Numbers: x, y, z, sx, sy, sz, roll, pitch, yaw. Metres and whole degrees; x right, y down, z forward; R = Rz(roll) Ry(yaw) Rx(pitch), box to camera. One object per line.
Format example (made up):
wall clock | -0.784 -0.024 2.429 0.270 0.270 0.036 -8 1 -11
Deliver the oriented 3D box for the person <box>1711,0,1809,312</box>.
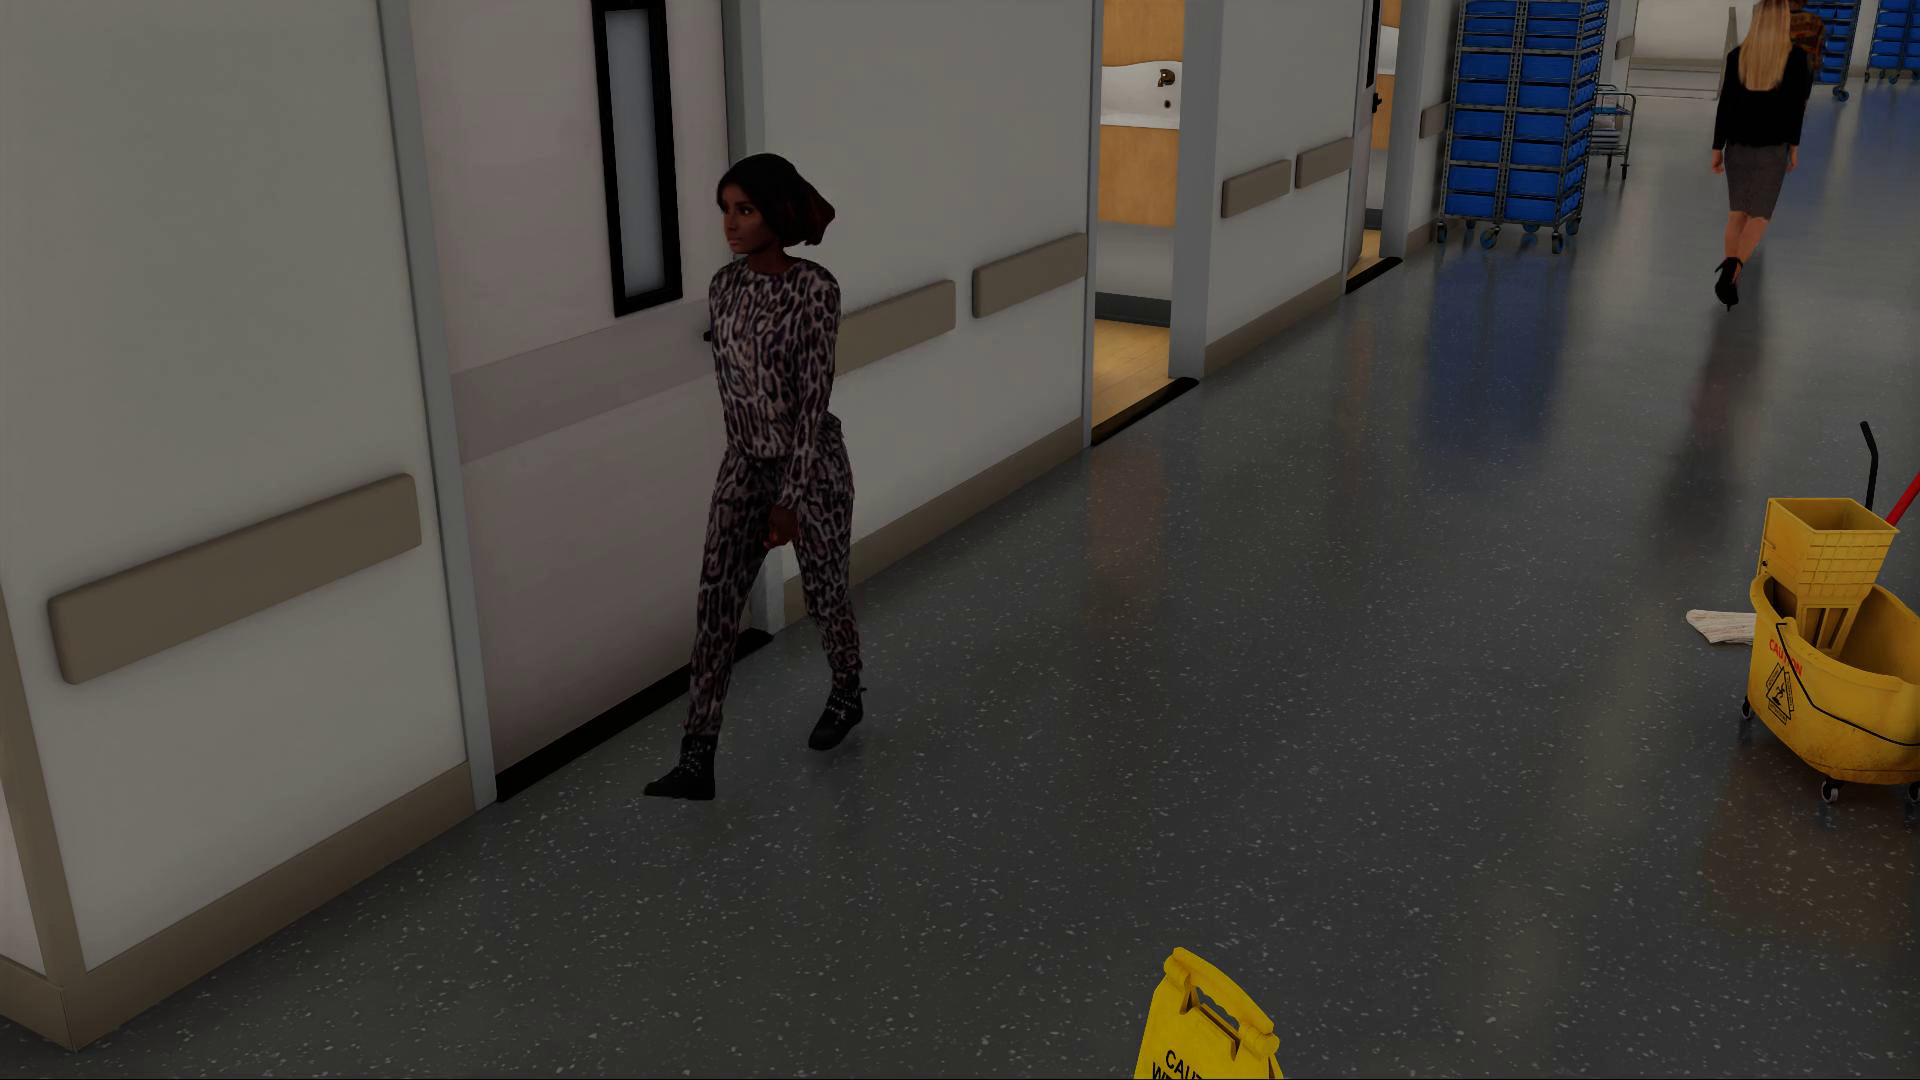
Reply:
person | 4.545 -2.157 9.533 0.671 1.820 1.058 14 25 32

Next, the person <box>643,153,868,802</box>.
person | -0.405 -0.153 4.450 0.552 1.672 1.058 12 24 28
